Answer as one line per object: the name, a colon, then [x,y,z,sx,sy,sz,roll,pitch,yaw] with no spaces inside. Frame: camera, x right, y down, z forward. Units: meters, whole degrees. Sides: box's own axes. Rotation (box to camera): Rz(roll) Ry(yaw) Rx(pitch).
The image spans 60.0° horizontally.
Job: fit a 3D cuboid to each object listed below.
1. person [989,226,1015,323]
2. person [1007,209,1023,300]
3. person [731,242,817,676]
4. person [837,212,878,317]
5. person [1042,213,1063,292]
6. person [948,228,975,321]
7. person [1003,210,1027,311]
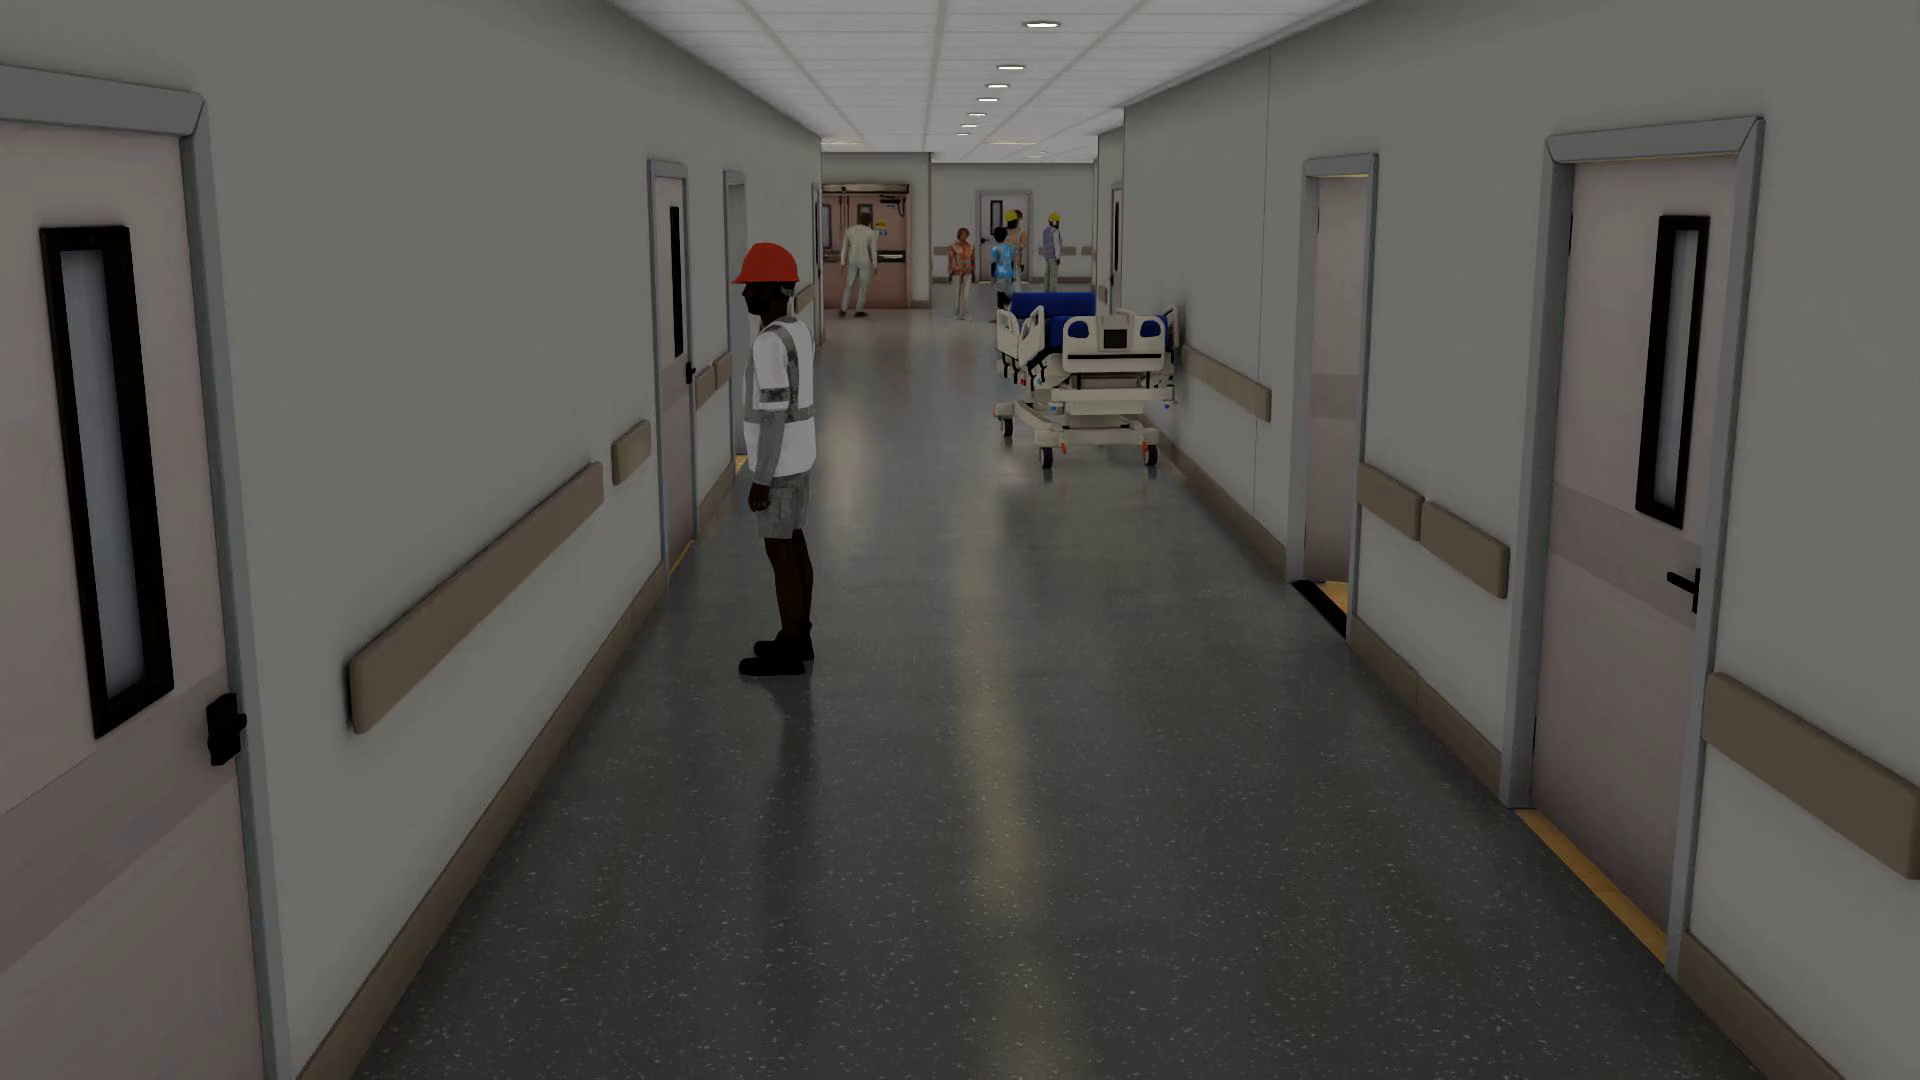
person: [0.790,-4.533,28.503,0.774,1.672,0.538,11,16,43]
person: [1.063,-5.513,32.656,0.380,1.927,0.637,2,12,10]
person: [-0.833,-0.353,7.473,0.357,1.938,0.542,2,12,8]
person: [-1.833,-4.987,30.162,0.712,1.894,0.485,4,12,17]
person: [1.996,-6.077,35.616,0.404,1.830,0.600,-6,13,-25]
person: [0.030,-4.689,29.357,0.539,1.632,0.450,-4,12,-21]
person: [0.978,-5.305,31.644,0.584,1.918,0.376,7,13,30]
